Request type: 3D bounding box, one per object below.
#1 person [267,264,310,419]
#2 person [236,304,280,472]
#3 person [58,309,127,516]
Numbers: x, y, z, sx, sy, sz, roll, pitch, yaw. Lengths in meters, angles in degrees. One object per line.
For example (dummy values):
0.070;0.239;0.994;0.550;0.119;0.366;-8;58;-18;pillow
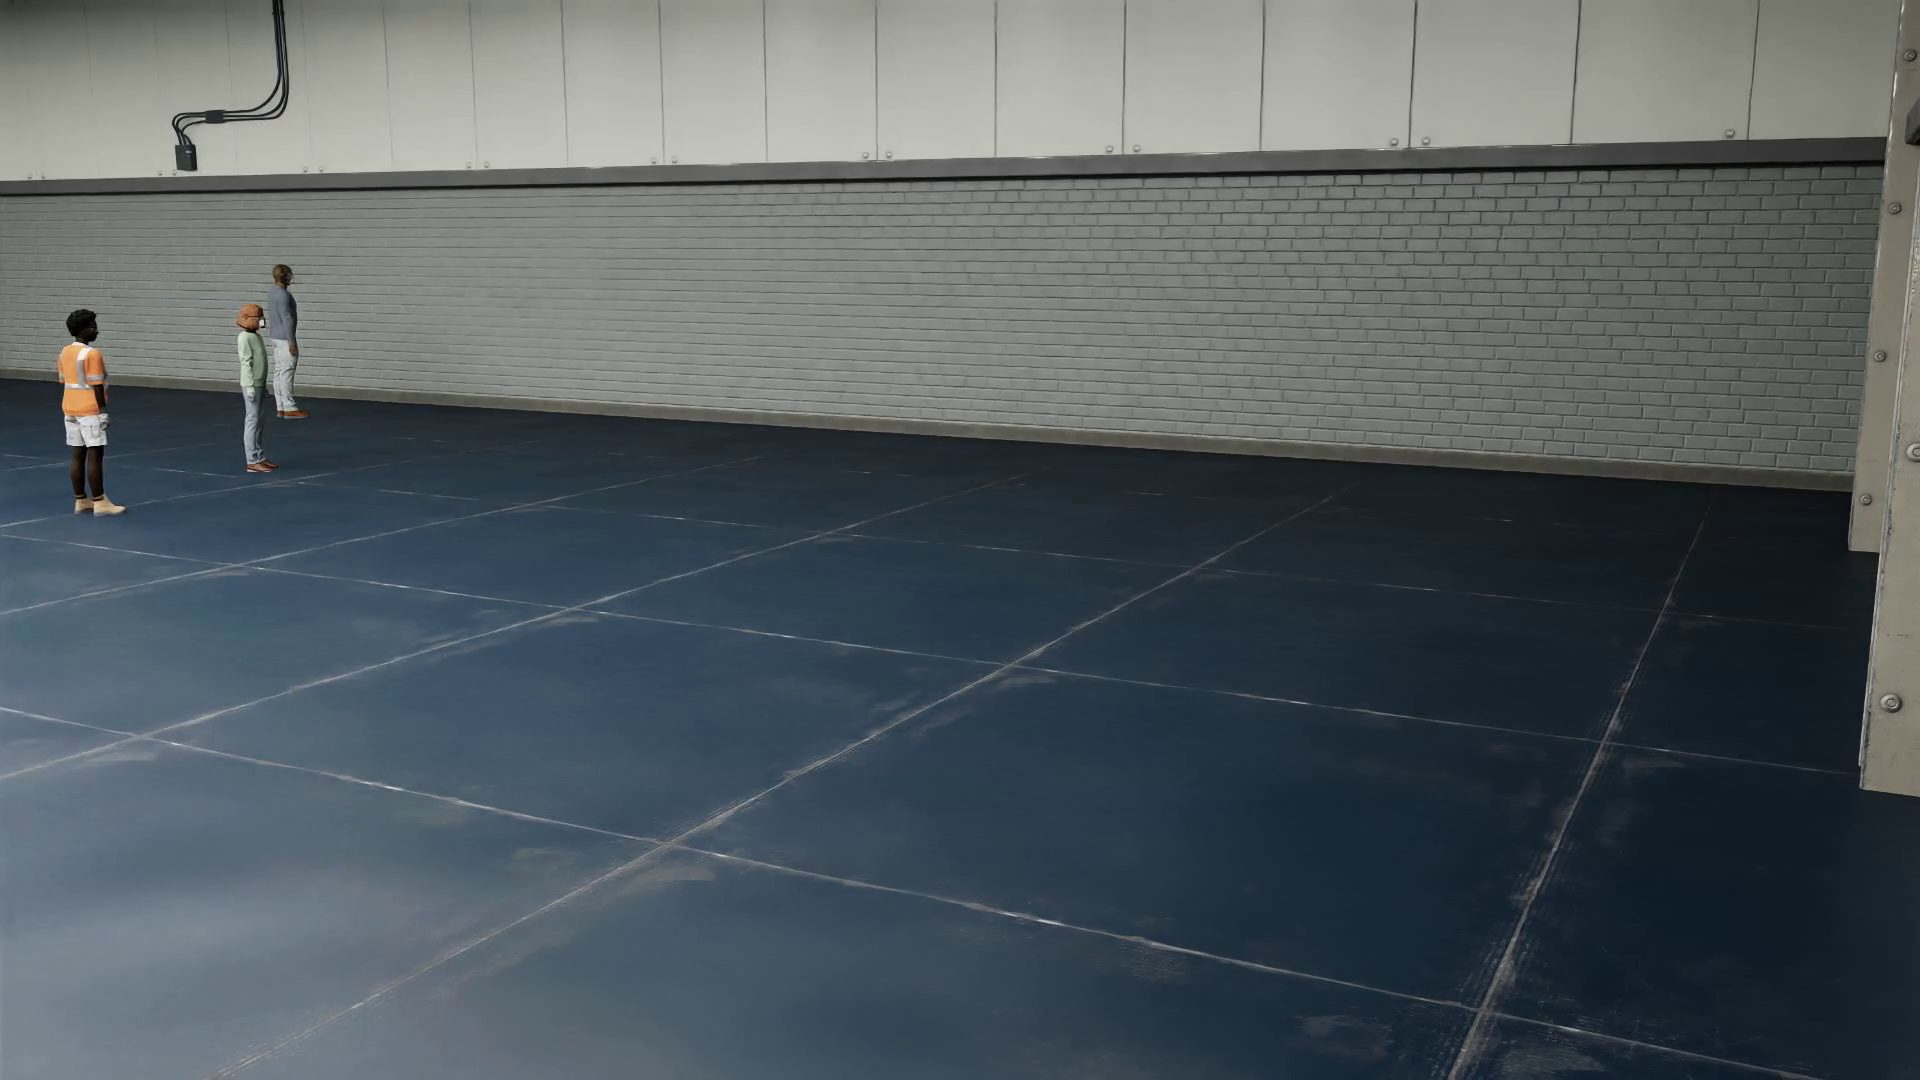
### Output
-8.494;-2.499;20.947;0.372;1.940;0.627;-8;13;-36;person
-6.875;-1.484;16.247;0.275;1.632;0.507;-1;10;-7;person
-7.174;-1.045;13.673;0.535;1.699;0.322;7;13;34;person
